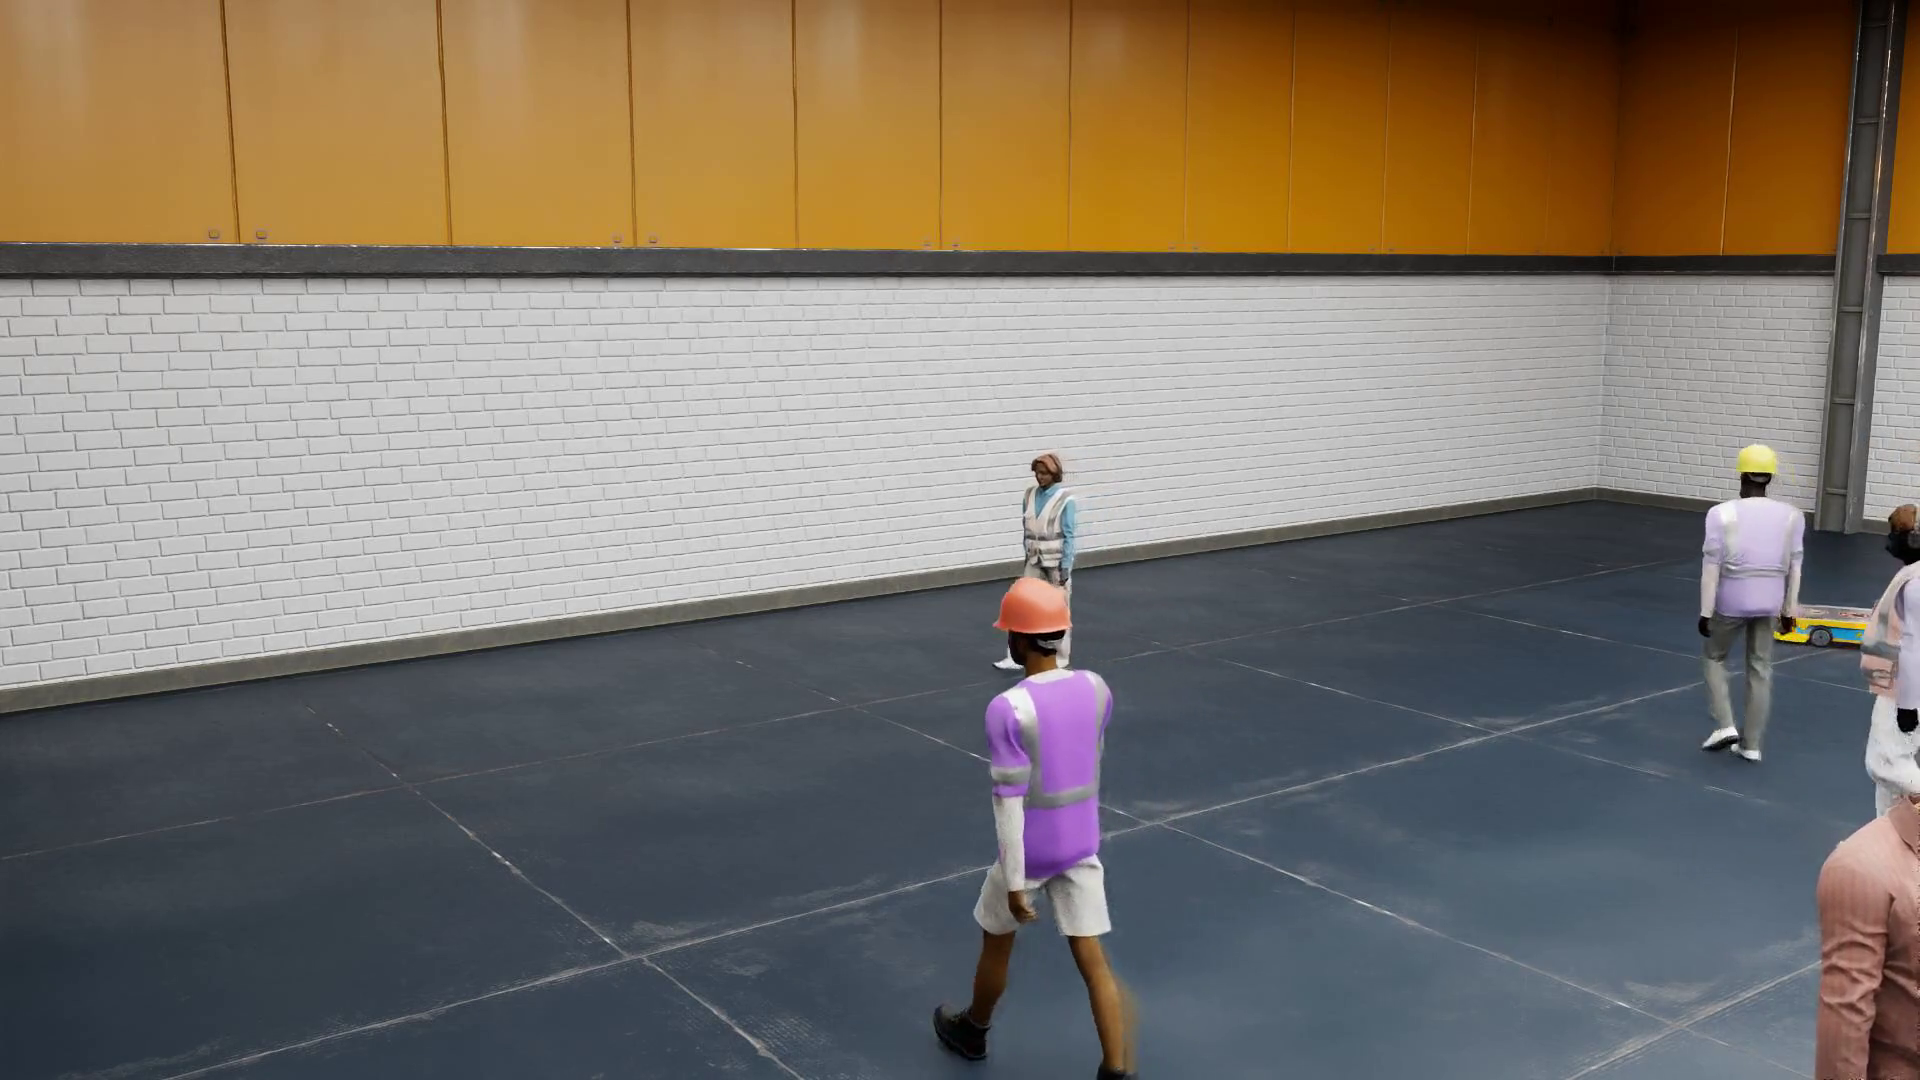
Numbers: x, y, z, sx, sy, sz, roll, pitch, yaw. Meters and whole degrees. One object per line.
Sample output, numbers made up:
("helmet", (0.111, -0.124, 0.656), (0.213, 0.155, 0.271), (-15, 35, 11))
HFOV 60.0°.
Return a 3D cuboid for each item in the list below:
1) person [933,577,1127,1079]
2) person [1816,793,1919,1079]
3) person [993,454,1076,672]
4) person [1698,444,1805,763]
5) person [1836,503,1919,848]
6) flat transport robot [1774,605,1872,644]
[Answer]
("person", (0.290, 1.067, 5.913), (0.550, 1.887, 1.011), (-6, 11, -32))
("person", (2.404, 1.347, 4.088), (0.648, 1.907, 0.401), (-3, 10, -17))
("person", (0.576, 0.191, 12.081), (0.544, 1.612, 0.675), (9, 13, 43))
("person", (4.743, 0.384, 10.018), (0.602, 1.914, 0.436), (1, 9, 4))
("person", (4.695, 0.735, 8.115), (0.564, 1.832, 0.628), (6, 11, 34))
("flat transport robot", (7.165, 0.691, 13.164), (1.431, 0.197, 0.652), (4, 10, 25))
